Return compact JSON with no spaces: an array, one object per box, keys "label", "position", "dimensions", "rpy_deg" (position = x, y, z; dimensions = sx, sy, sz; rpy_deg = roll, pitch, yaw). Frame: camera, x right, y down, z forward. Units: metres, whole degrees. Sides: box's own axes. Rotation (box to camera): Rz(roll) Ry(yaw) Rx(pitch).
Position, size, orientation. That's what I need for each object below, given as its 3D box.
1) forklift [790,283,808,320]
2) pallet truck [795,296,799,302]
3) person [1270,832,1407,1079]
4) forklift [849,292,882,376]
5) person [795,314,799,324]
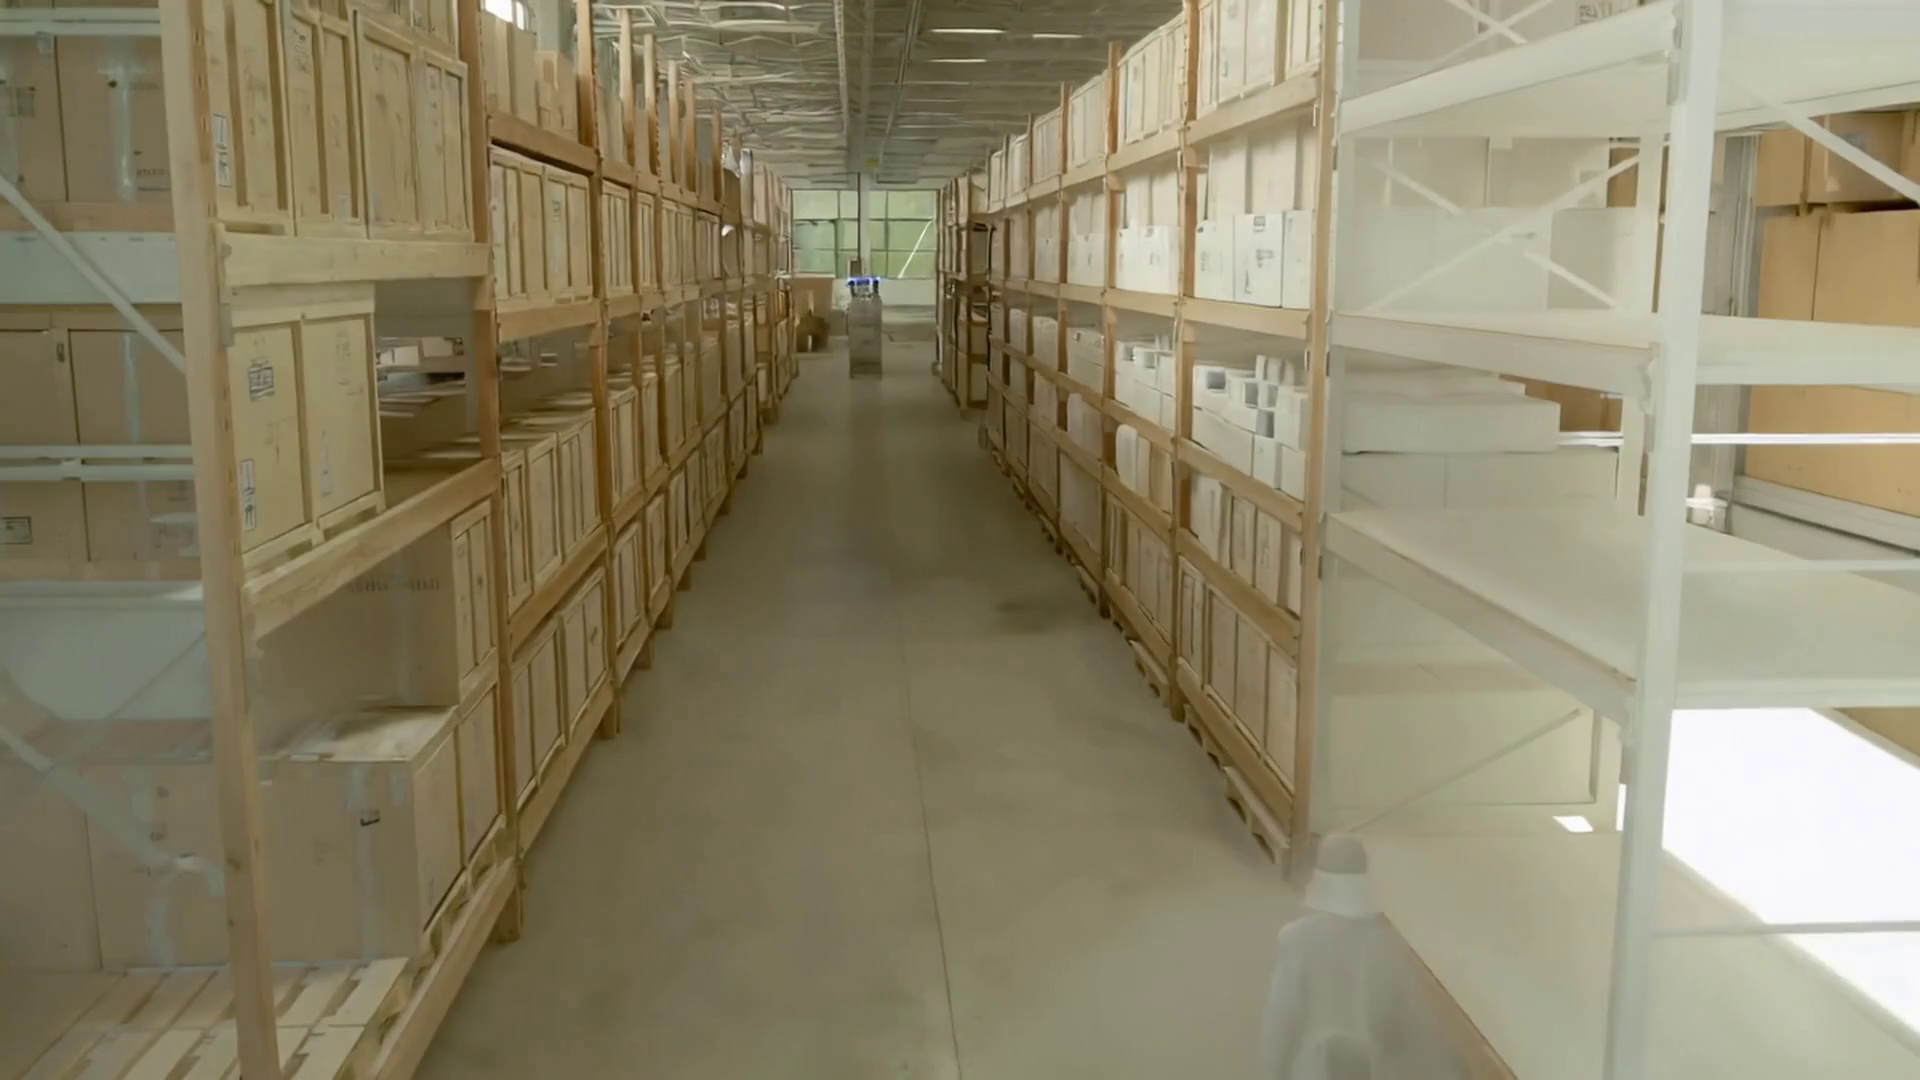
[{"label":"forklift","position":[-7.780,-10.929,79.753],"dimensions":[1.129,2.768,1.873],"rpy_deg":[-5,11,-30]},{"label":"pallet truck","position":[-8.622,-12.439,91.403],"dimensions":[1.885,1.965,0.823],"rpy_deg":[2,10,13]},{"label":"person","position":[1.415,1.957,6.232],"dimensions":[0.507,1.721,0.428],"rpy_deg":[0,10,-2]},{"label":"forklift","position":[-3.197,-6.955,56.014],"dimensions":[1.129,2.768,1.873],"rpy_deg":[-1,10,-3]},{"label":"person","position":[-6.910,-8.836,71.028],"dimensions":[0.707,1.613,0.520],"rpy_deg":[3,10,18]}]
